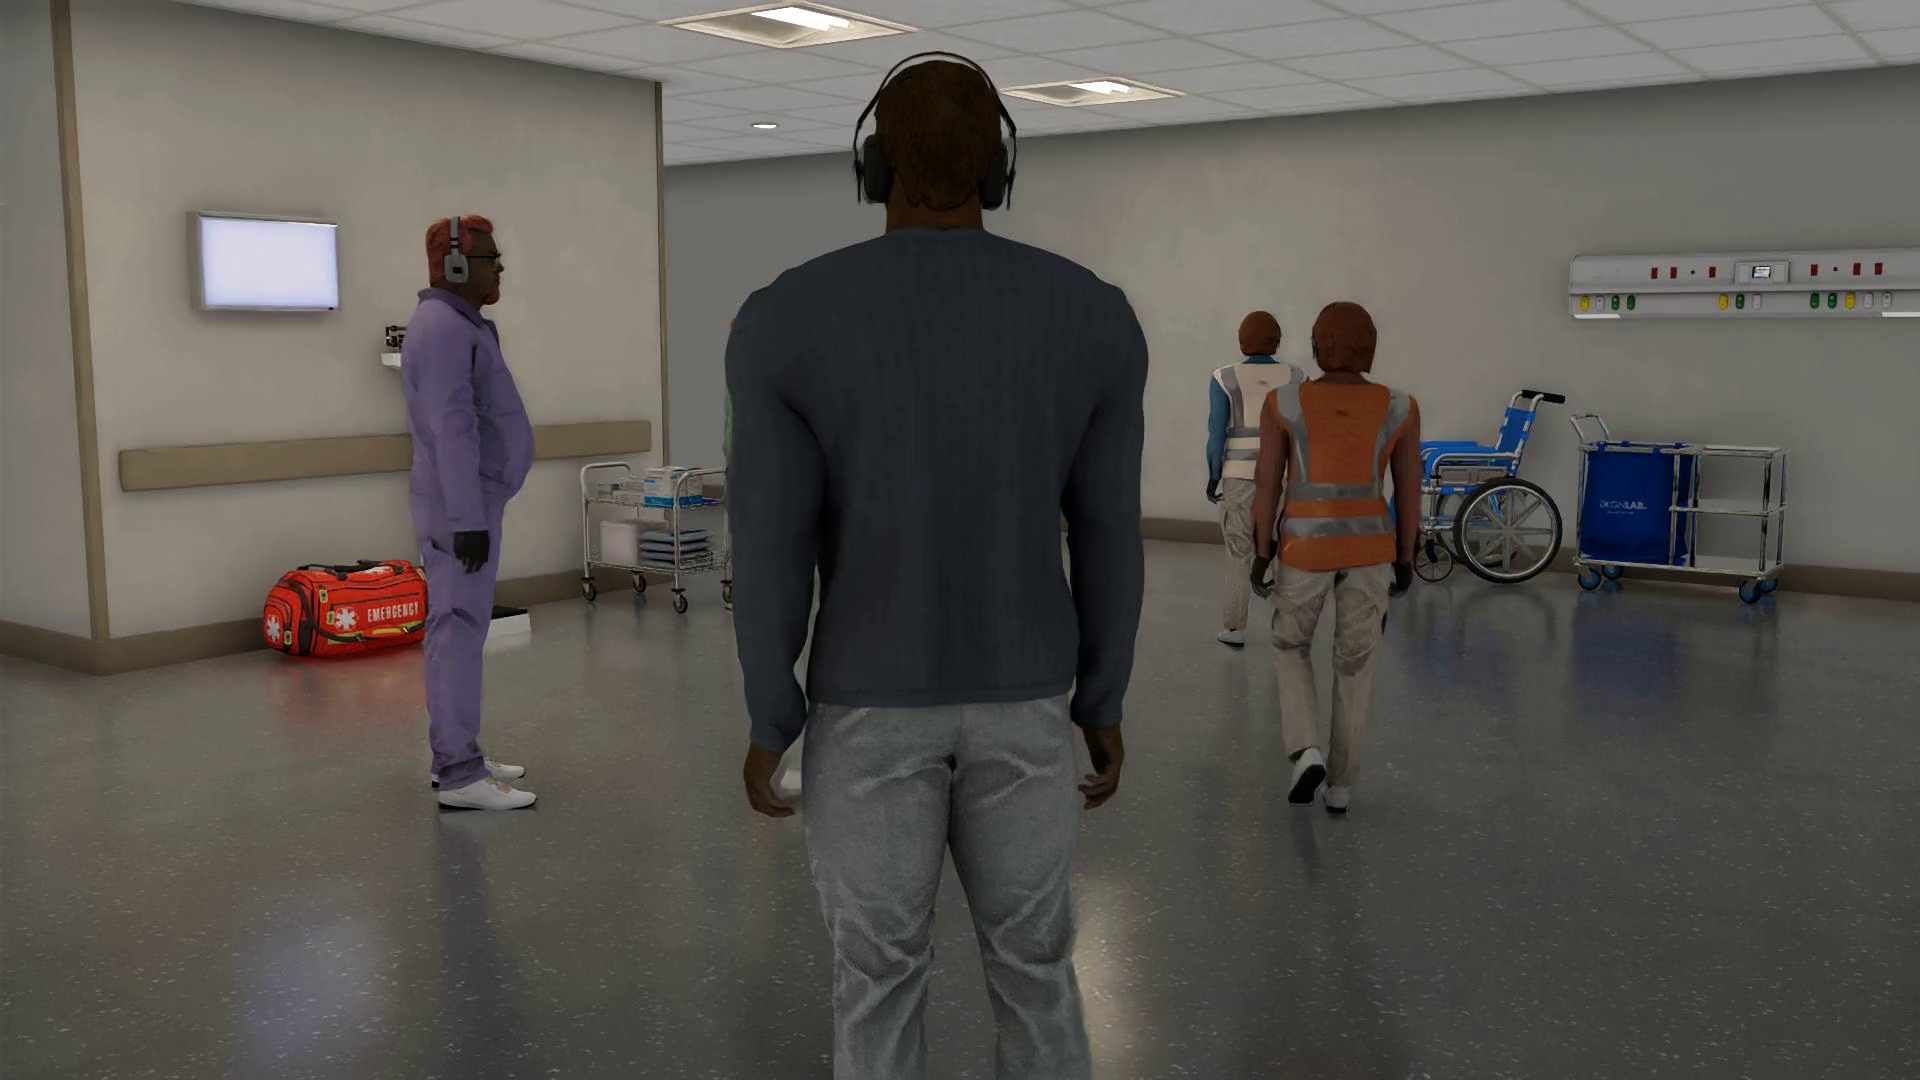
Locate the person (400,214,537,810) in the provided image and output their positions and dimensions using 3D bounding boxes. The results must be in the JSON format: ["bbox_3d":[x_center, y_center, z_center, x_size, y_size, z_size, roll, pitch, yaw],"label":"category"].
[{"bbox_3d":[-1.591,-0.092,5.419,0.404,1.911,0.636,-2,7,-18],"label":"person"}]

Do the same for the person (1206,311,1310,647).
[{"bbox_3d":[1.454,-0.292,8.109,0.522,1.636,0.310,0,7,-3],"label":"person"}]

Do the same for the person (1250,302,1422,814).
[{"bbox_3d":[1.188,0.062,5.280,0.537,1.622,0.369,1,7,6],"label":"person"}]

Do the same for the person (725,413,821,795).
[{"bbox_3d":[-0.545,0.030,5.726,0.507,1.581,0.891,-1,7,-9],"label":"person"}]

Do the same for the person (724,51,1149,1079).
[{"bbox_3d":[-0.032,0.254,2.513,0.630,1.938,0.369,-1,7,-12],"label":"person"}]
